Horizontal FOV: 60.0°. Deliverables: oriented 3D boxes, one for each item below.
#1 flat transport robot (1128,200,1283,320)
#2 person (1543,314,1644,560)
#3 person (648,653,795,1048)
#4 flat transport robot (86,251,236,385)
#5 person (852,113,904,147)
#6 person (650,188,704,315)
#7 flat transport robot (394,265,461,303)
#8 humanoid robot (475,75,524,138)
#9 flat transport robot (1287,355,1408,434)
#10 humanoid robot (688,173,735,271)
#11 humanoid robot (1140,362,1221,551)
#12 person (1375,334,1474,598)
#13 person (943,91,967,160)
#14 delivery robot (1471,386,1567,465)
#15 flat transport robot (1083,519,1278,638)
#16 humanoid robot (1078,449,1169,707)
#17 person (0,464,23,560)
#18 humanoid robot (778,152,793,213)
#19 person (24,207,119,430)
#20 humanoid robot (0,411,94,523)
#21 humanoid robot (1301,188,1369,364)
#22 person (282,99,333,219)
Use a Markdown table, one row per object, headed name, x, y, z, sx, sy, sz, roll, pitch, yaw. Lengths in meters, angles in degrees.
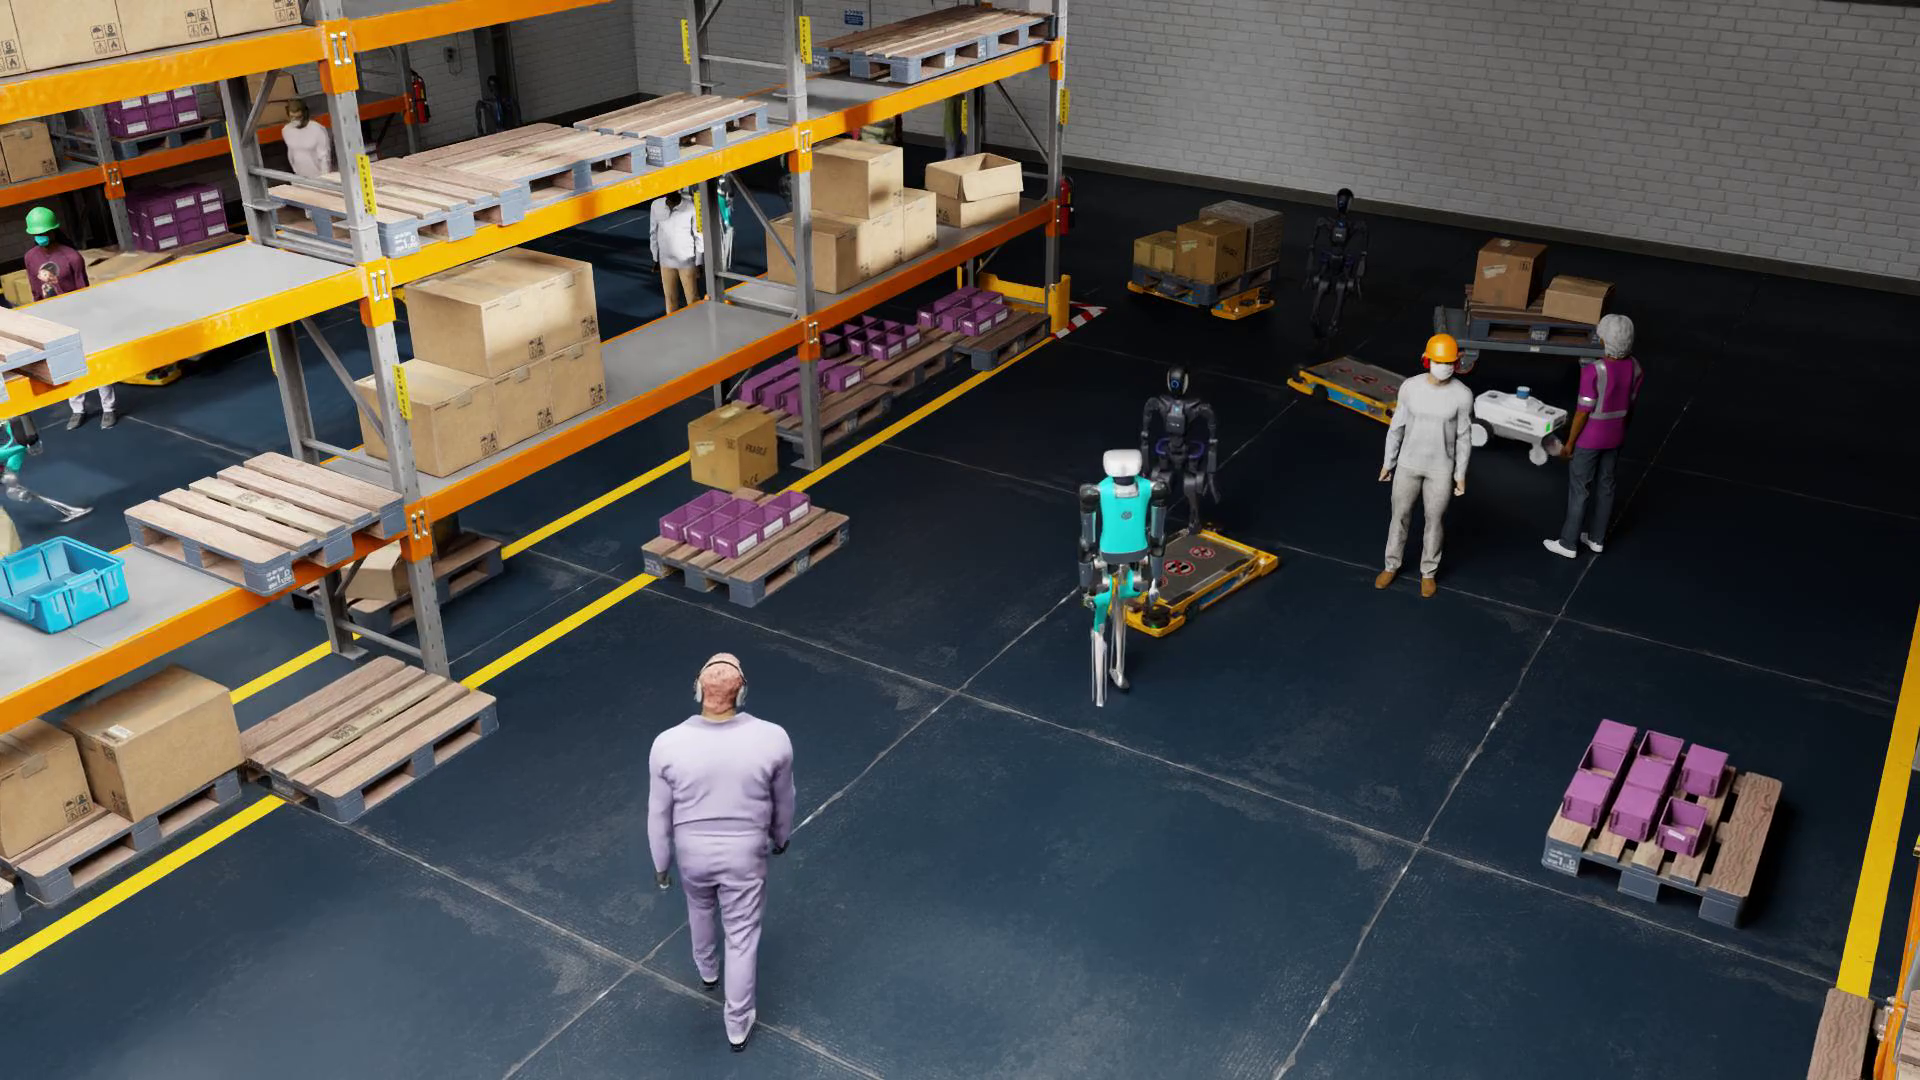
| name | x | y | z | sx | sy | sz | roll | pitch | yaw |
| --- | --- | --- | --- | --- | --- | --- | --- | --- | --- |
| flat transport robot | 2.504 | -2.601 | 17.323 | 0.659 | 0.231 | 1.431 | -24 | 35 | -38 |
| person | 4.559 | -0.737 | 11.908 | 0.509 | 1.846 | 0.341 | -9 | 28 | -17 |
| person | -1.083 | 1.394 | 7.698 | 0.661 | 1.866 | 0.823 | -1 | 27 | -2 |
| flat transport robot | -7.455 | -1.805 | 15.756 | 0.659 | 0.231 | 1.431 | 4 | 27 | 8 |
| person | -1.009 | -4.915 | 20.201 | 0.627 | 1.800 | 0.946 | -19 | 33 | -33 |
| person | -2.693 | -2.678 | 15.832 | 0.558 | 1.751 | 0.324 | 8 | 28 | 16 |
| flat transport robot | -5.150 | -2.706 | 17.531 | 1.431 | 0.231 | 0.659 | -20 | 33 | -34 |
| humanoid robot | -5.485 | -4.748 | 20.005 | 0.594 | 1.634 | 0.568 | -9 | 28 | -16 |
| flat transport robot | 3.656 | -1.304 | 14.767 | 0.659 | 0.231 | 1.431 | -18 | 32 | -31 |
| humanoid robot | -2.664 | -3.837 | 18.173 | 0.530 | 1.777 | 0.828 | 5 | 27 | 9 |
| humanoid robot | 1.547 | -0.486 | 11.646 | 0.600 | 1.619 | 0.790 | 9 | 28 | 17 |
| person | 3.195 | -0.517 | 11.418 | 0.581 | 1.898 | 0.344 | 11 | 29 | 21 |
| person | -0.043 | -5.076 | 20.702 | 0.390 | 1.624 | 0.500 | 13 | 30 | 23 |
| delivery robot | 4.621 | -0.982 | 13.837 | 0.807 | 0.613 | 0.499 | 24 | 35 | 39 |
| flat transport robot | 1.569 | 0.257 | 11.692 | 0.659 | 0.231 | 1.431 | 23 | 35 | 38 |
| humanoid robot | 0.944 | 0.193 | 10.226 | 0.553 | 1.817 | 0.741 | -3 | 27 | -5 |
| person | -5.771 | 0.268 | 10.099 | 0.613 | 1.682 | 0.881 | 16 | 31 | 28 |
| humanoid robot | -1.643 | -3.150 | 16.867 | 0.367 | 1.672 | 0.589 | -3 | 27 | -7 |
| person | -7.521 | -1.868 | 14.038 | 0.482 | 1.944 | 0.431 | 0 | 27 | 1 |
| humanoid robot | -7.093 | -0.765 | 12.164 | 1.071 | 1.788 | 0.540 | -22 | 34 | -37 |
| humanoid robot | 3.510 | -2.481 | 15.539 | 0.589 | 1.652 | 0.406 | 8 | 28 | 15 |
| person | -6.993 | -3.819 | 17.948 | 0.626 | 1.876 | 0.982 | 7 | 28 | 14 |
